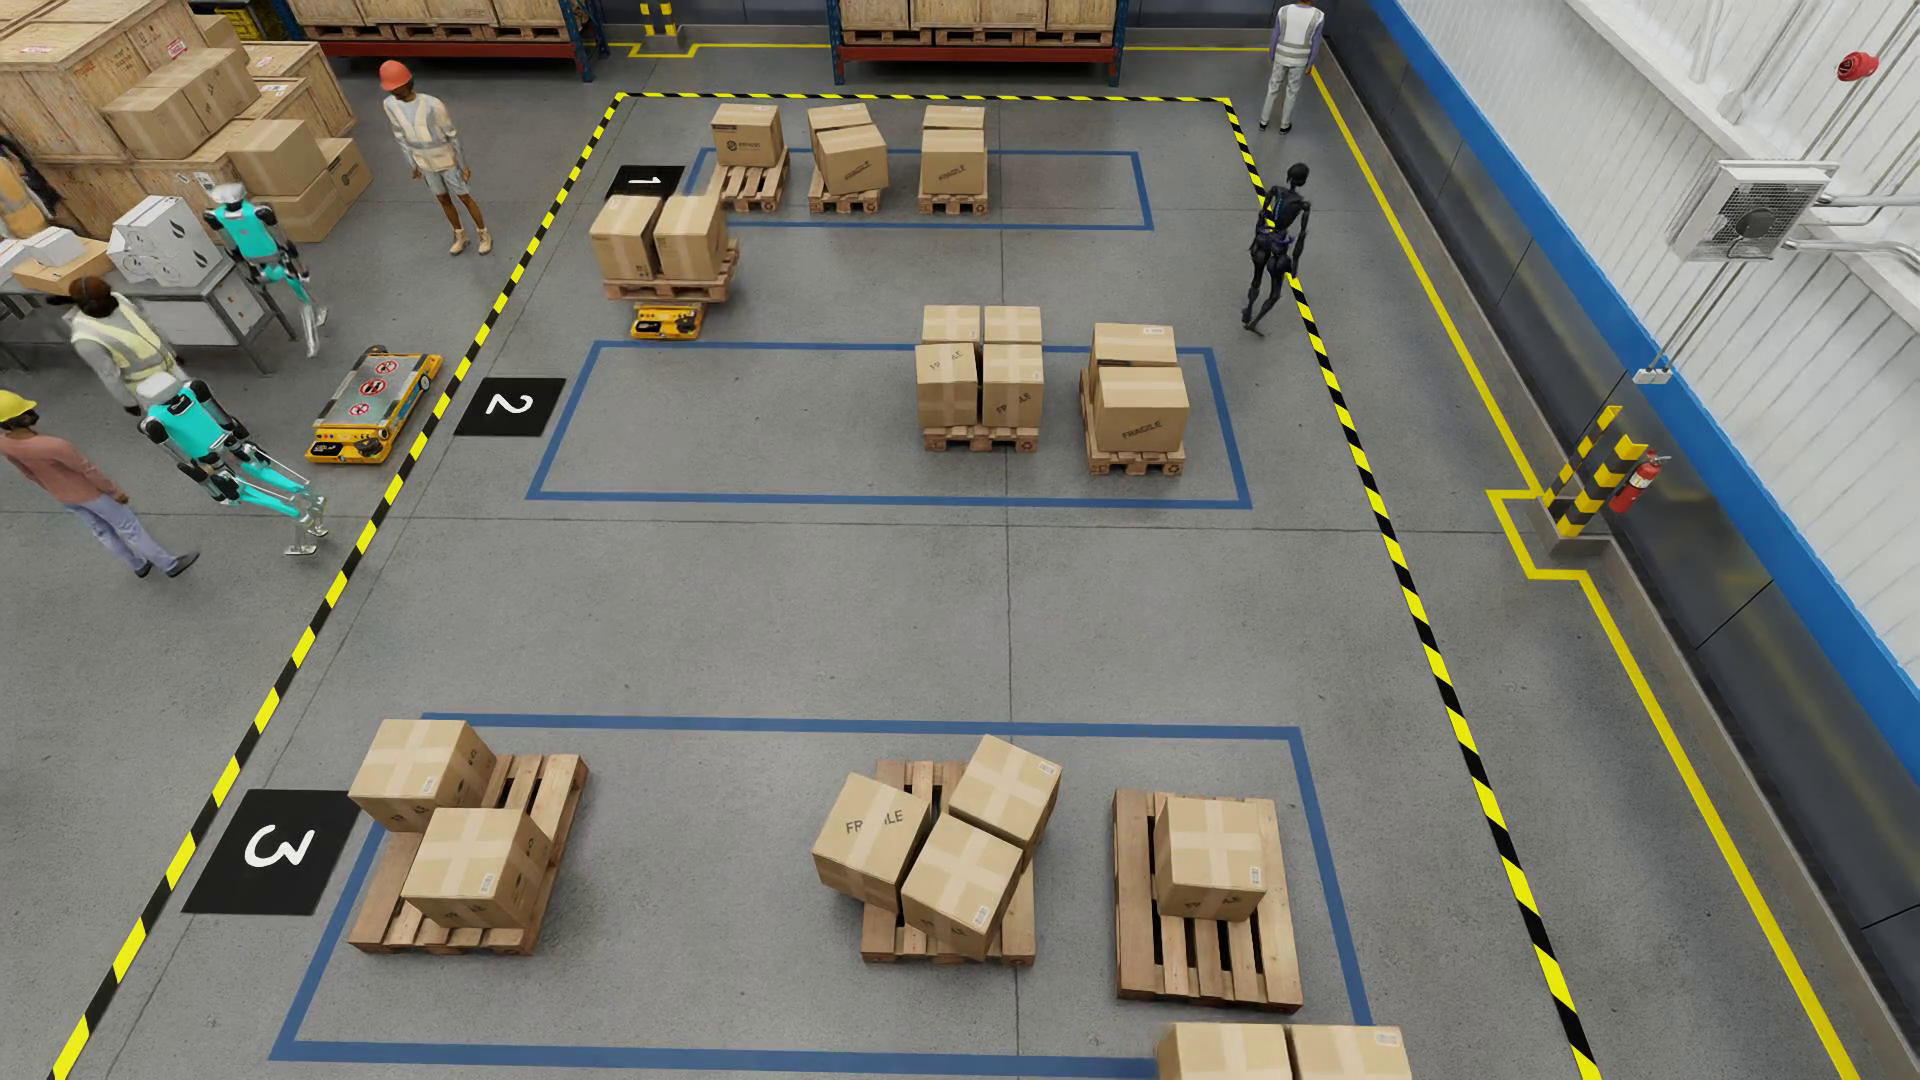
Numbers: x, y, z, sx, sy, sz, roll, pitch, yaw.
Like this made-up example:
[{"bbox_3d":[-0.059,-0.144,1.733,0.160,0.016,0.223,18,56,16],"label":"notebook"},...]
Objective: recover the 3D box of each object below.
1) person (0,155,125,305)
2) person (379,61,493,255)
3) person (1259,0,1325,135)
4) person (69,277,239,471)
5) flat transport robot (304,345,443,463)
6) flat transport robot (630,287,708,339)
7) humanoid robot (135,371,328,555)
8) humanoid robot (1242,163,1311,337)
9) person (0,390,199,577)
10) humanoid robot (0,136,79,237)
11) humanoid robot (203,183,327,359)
[{"bbox_3d":[-9.097,-3.089,8.909,0.858,1.907,0.554,-6,50,-5],"label":"person"},{"bbox_3d":[-5.443,-3.916,9.521,0.614,2.039,0.379,0,50,0],"label":"person"},{"bbox_3d":[4.139,-6.017,11.431,0.589,1.836,0.404,20,53,16],"label":"person"},{"bbox_3d":[-6.614,-1.330,7.482,0.436,1.824,0.677,-2,50,-2],"label":"person"},{"bbox_3d":[-5.383,-1.269,8.441,0.659,0.231,1.431,1,50,1],"label":"flat transport robot"},{"bbox_3d":[-2.950,-2.610,9.558,0.652,0.197,1.431,1,50,1],"label":"flat transport robot"},{"bbox_3d":[-5.177,-0.499,6.740,0.735,1.676,0.533,8,50,7],"label":"humanoid robot"},{"bbox_3d":[2.974,-2.771,8.792,0.464,1.648,0.605,-26,54,-20],"label":"humanoid robot"},{"bbox_3d":[-6.388,-0.365,6.696,0.524,1.765,0.327,4,50,3],"label":"person"},{"bbox_3d":[-9.615,-3.539,9.442,0.401,1.644,0.615,4,50,3],"label":"humanoid robot"},{"bbox_3d":[-6.390,-2.611,8.631,0.563,1.737,1.038,-12,51,-10],"label":"humanoid robot"}]
